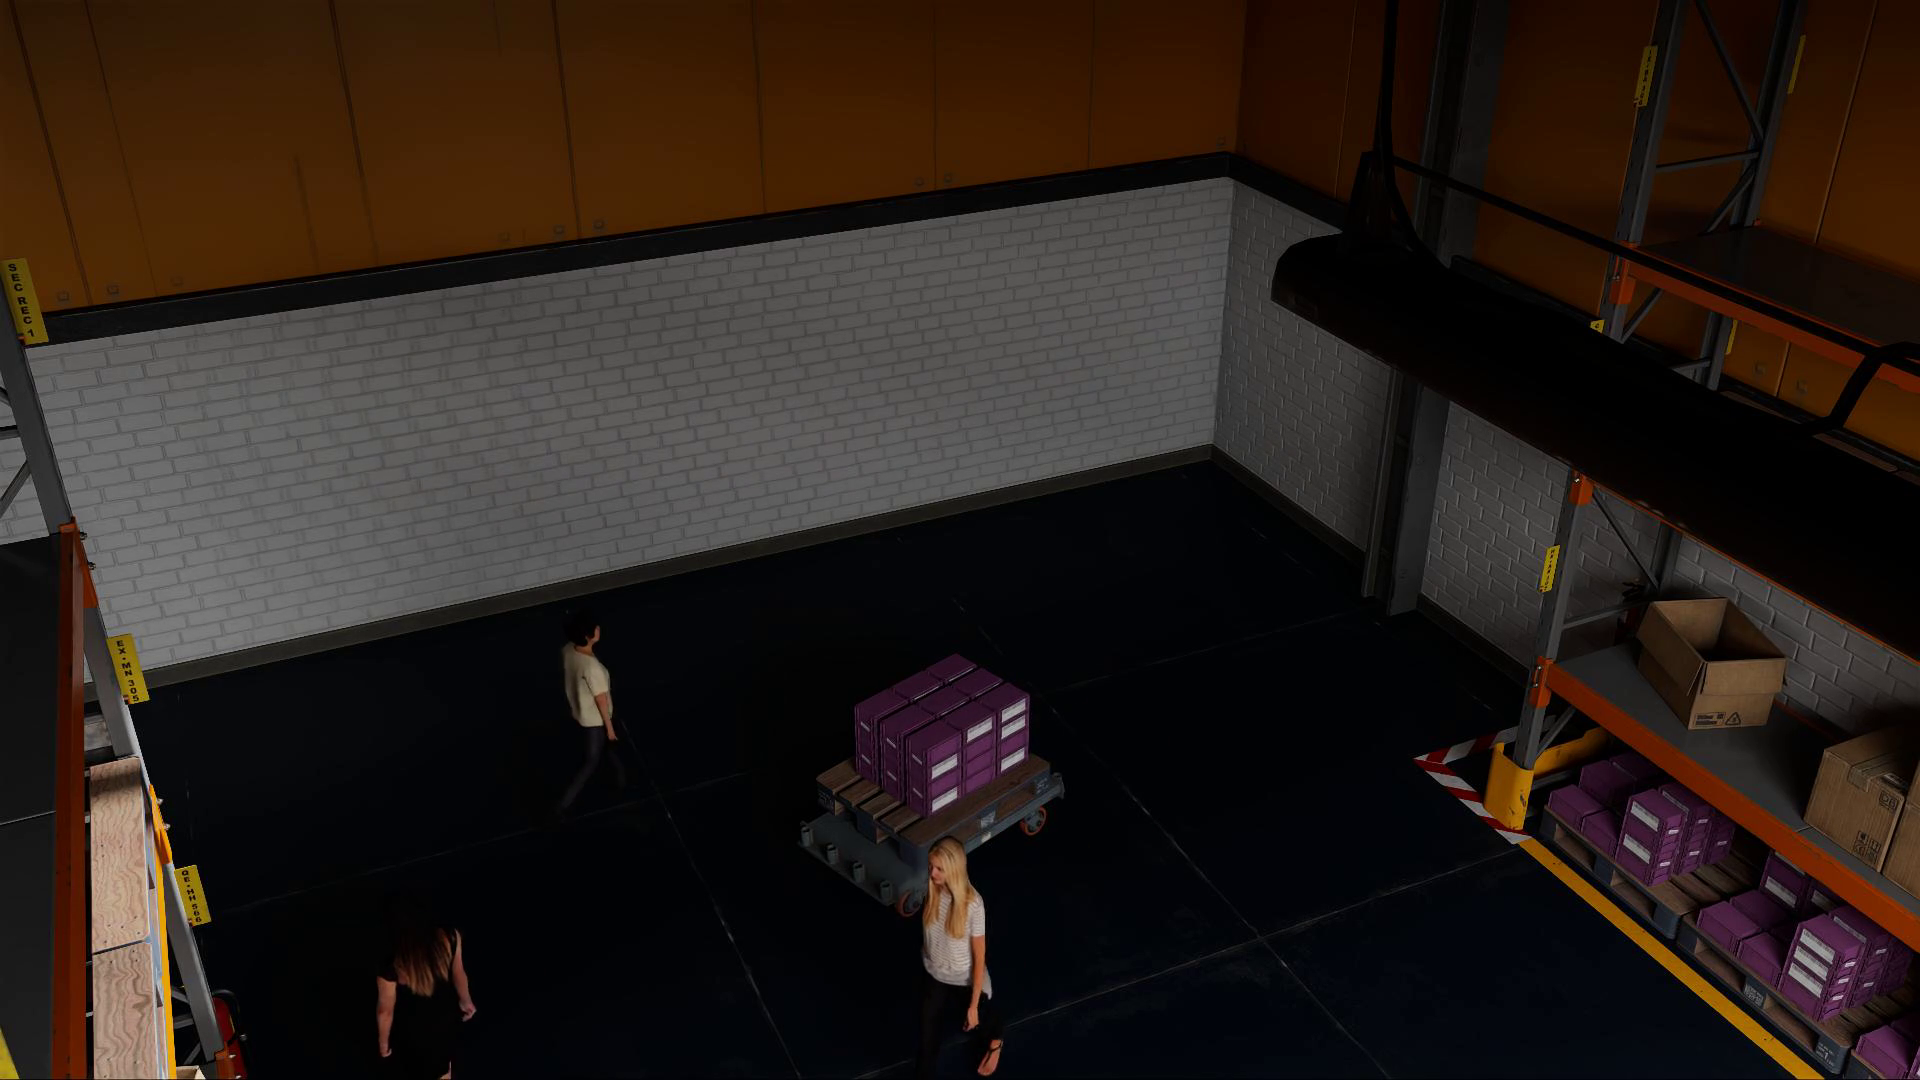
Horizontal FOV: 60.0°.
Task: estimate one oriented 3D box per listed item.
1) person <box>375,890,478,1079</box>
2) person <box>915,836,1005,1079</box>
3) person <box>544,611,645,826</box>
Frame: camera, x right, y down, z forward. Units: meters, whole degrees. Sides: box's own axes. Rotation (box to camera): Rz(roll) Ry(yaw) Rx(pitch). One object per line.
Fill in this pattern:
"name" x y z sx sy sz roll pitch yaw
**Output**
"person" -2.669 2.538 8.510 1.035 1.696 0.923 17 33 29
"person" 0.040 2.297 8.861 1.182 1.783 1.101 17 33 29
"person" -2.517 1.212 11.085 0.813 1.557 0.998 -20 35 -32
